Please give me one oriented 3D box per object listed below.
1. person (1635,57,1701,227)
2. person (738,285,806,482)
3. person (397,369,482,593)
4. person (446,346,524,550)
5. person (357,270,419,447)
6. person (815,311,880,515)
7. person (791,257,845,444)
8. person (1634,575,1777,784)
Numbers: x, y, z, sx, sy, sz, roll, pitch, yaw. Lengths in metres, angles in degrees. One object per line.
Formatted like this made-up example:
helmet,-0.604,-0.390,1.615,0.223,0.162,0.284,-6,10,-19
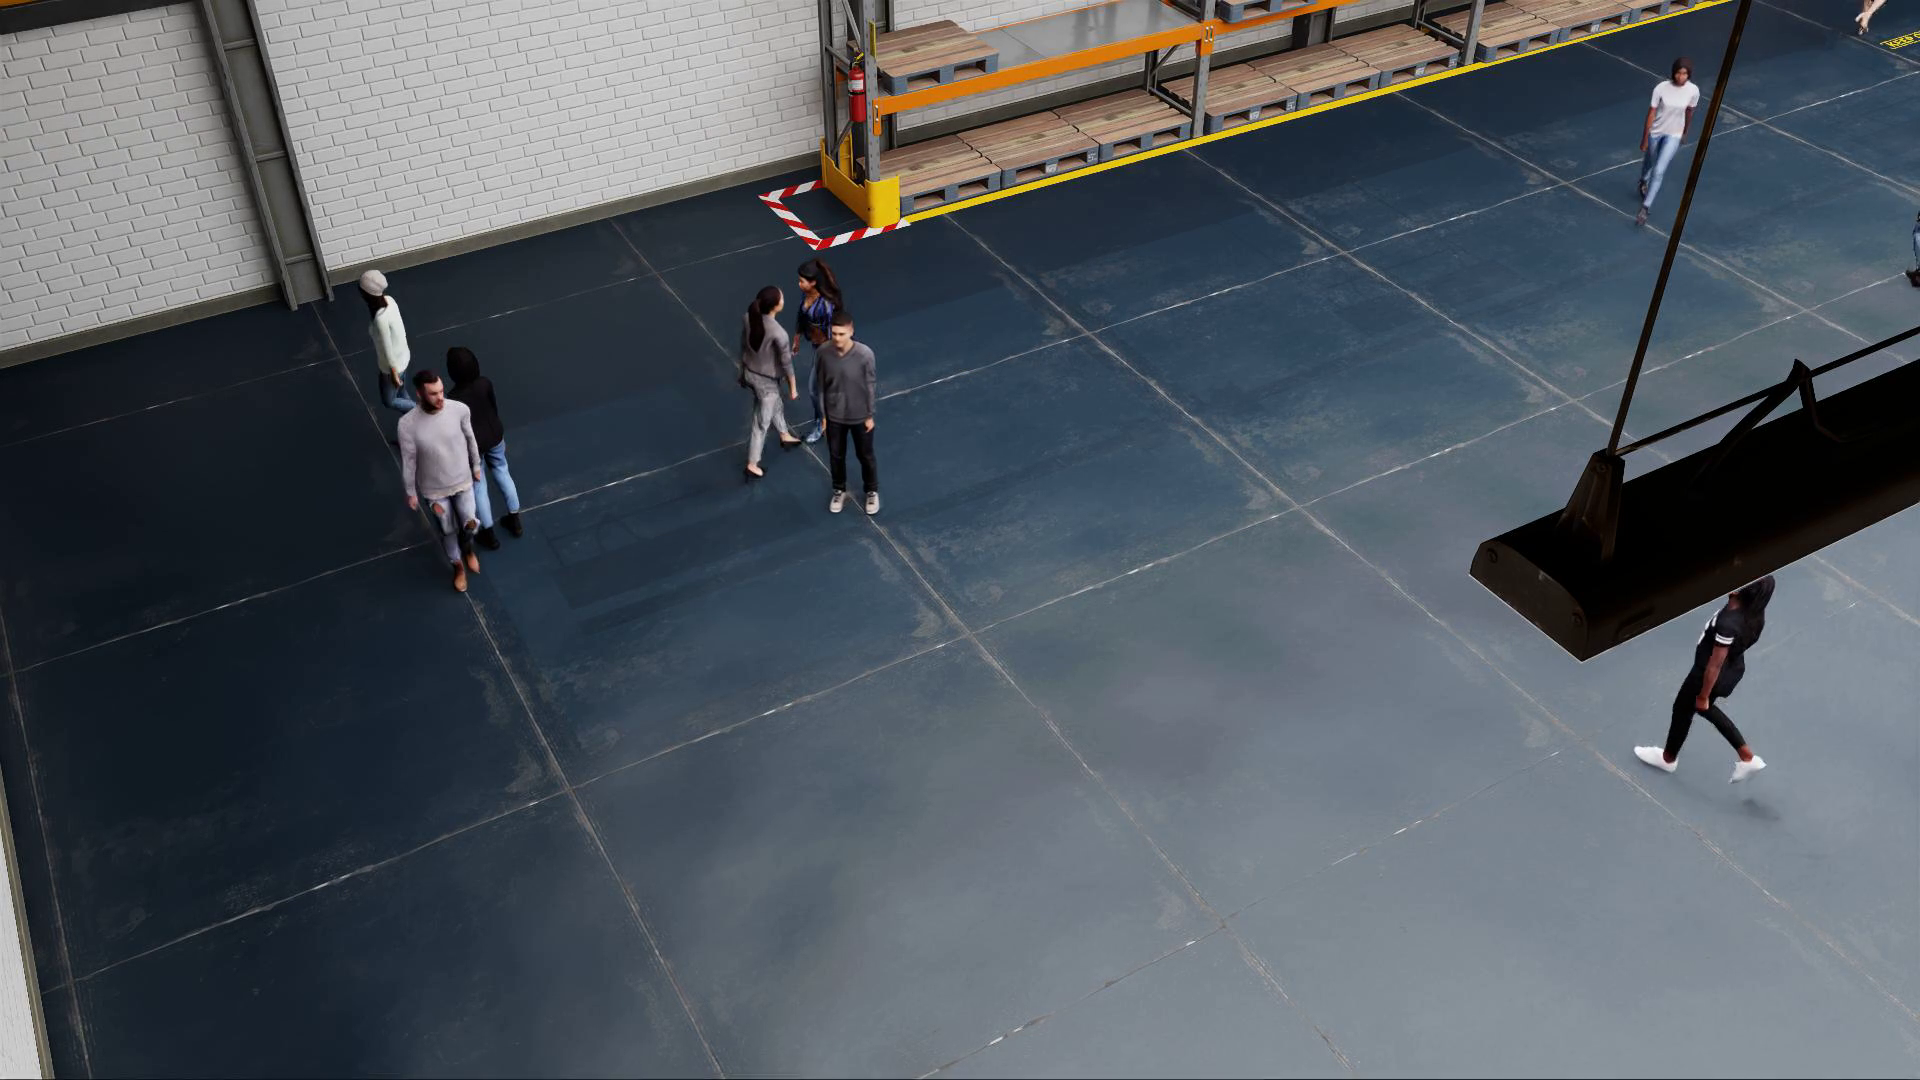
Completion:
person,6.958,-4.002,16.444,1.058,1.665,1.204,11,40,14
person,-1.580,-1.172,12.926,0.791,1.633,1.015,30,48,32
person,-3.702,-0.474,11.900,0.618,1.823,0.805,-15,41,-18
person,-3.526,-0.688,12.271,0.546,1.694,0.658,-31,48,-33
person,-4.425,-1.427,13.241,0.877,1.638,0.757,-4,39,-4
person,-0.837,-0.968,12.570,0.663,1.758,0.753,5,39,6
person,-1.026,-1.573,13.450,0.703,1.606,0.621,-19,42,-22
person,4.743,0.884,10.289,0.907,1.712,1.006,26,45,29
